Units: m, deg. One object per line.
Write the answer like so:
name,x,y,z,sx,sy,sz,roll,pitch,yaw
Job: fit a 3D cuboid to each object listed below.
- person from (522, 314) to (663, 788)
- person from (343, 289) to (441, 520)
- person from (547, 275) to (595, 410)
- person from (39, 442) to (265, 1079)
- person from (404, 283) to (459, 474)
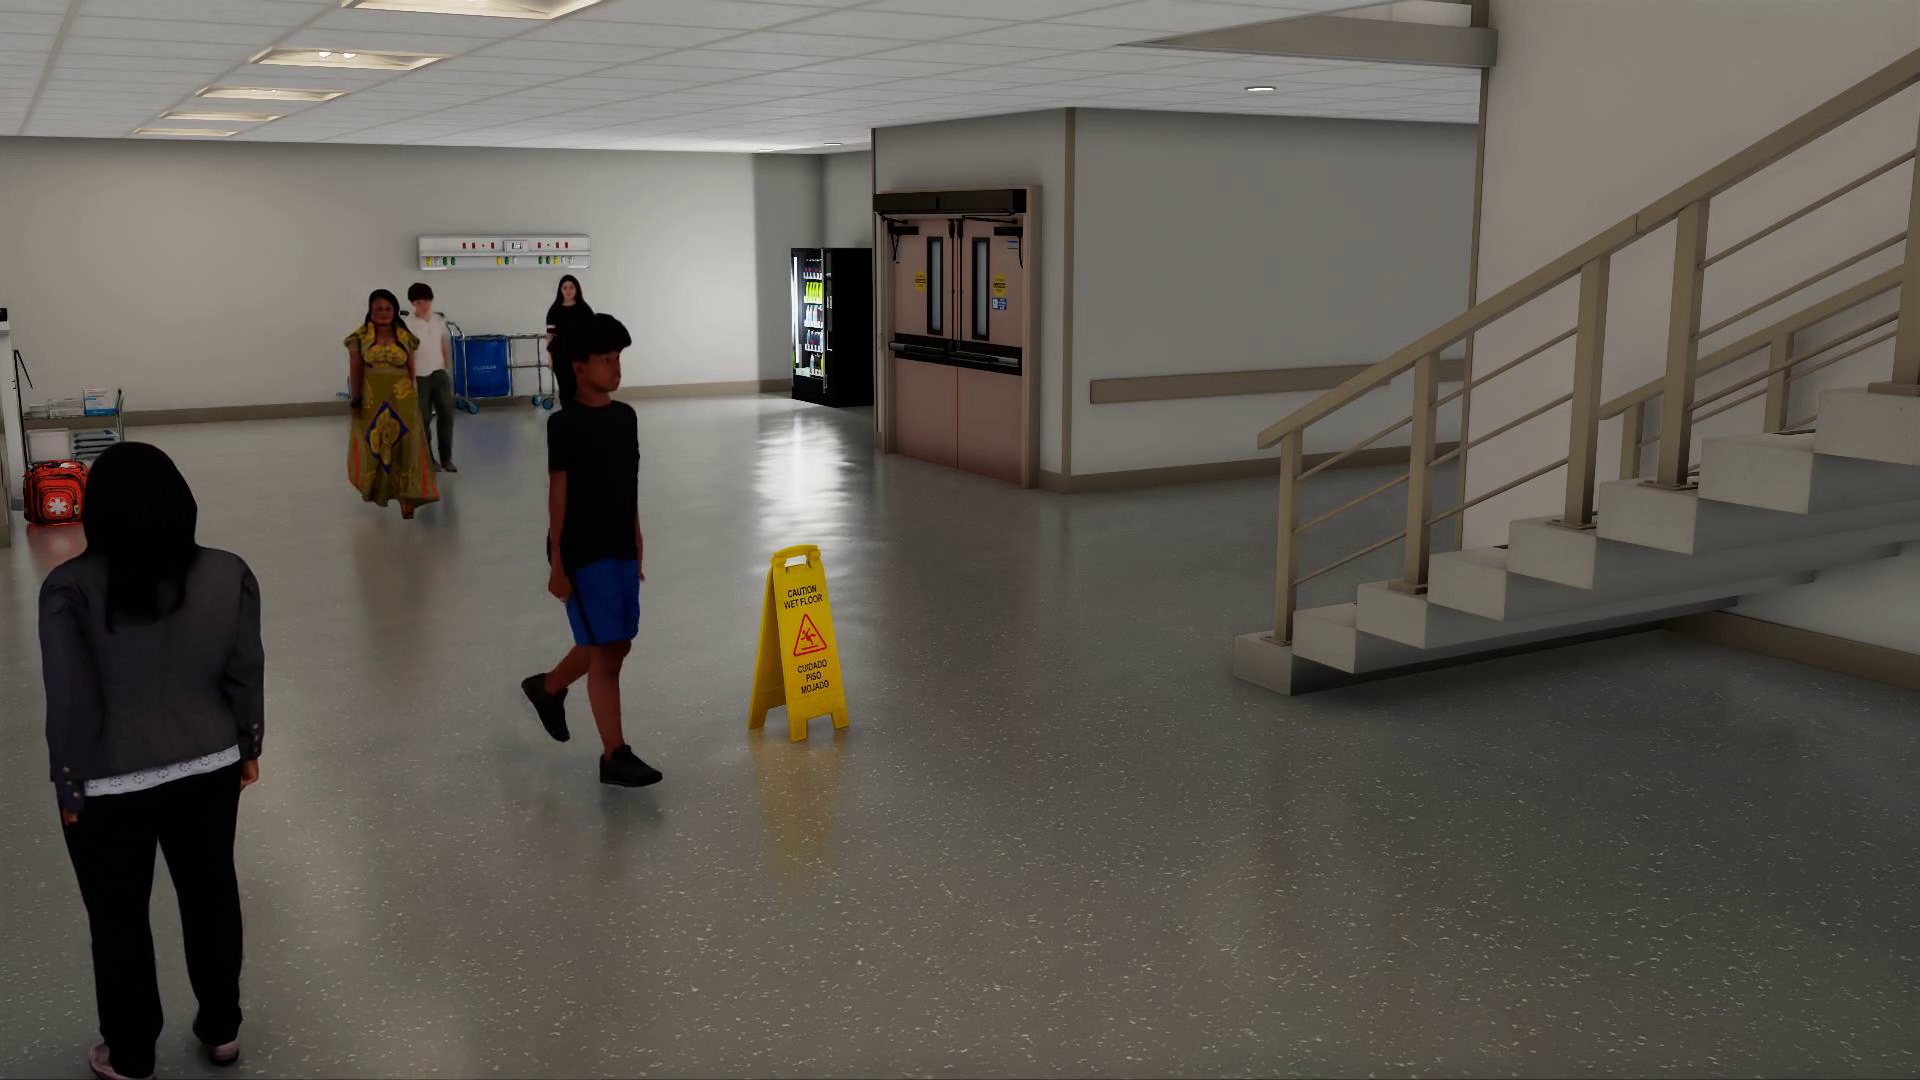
person,-1.445,0.045,6.300,1.097,1.776,0.911,7,13,31
person,-4.224,-0.985,12.151,0.721,1.618,1.206,-6,12,-27
person,-3.821,-1.792,16.389,0.701,1.623,0.793,-4,11,-20
person,-1.984,0.554,4.092,0.749,1.599,0.745,10,15,42
person,-4.512,-1.346,14.074,0.869,1.609,0.693,9,14,40
